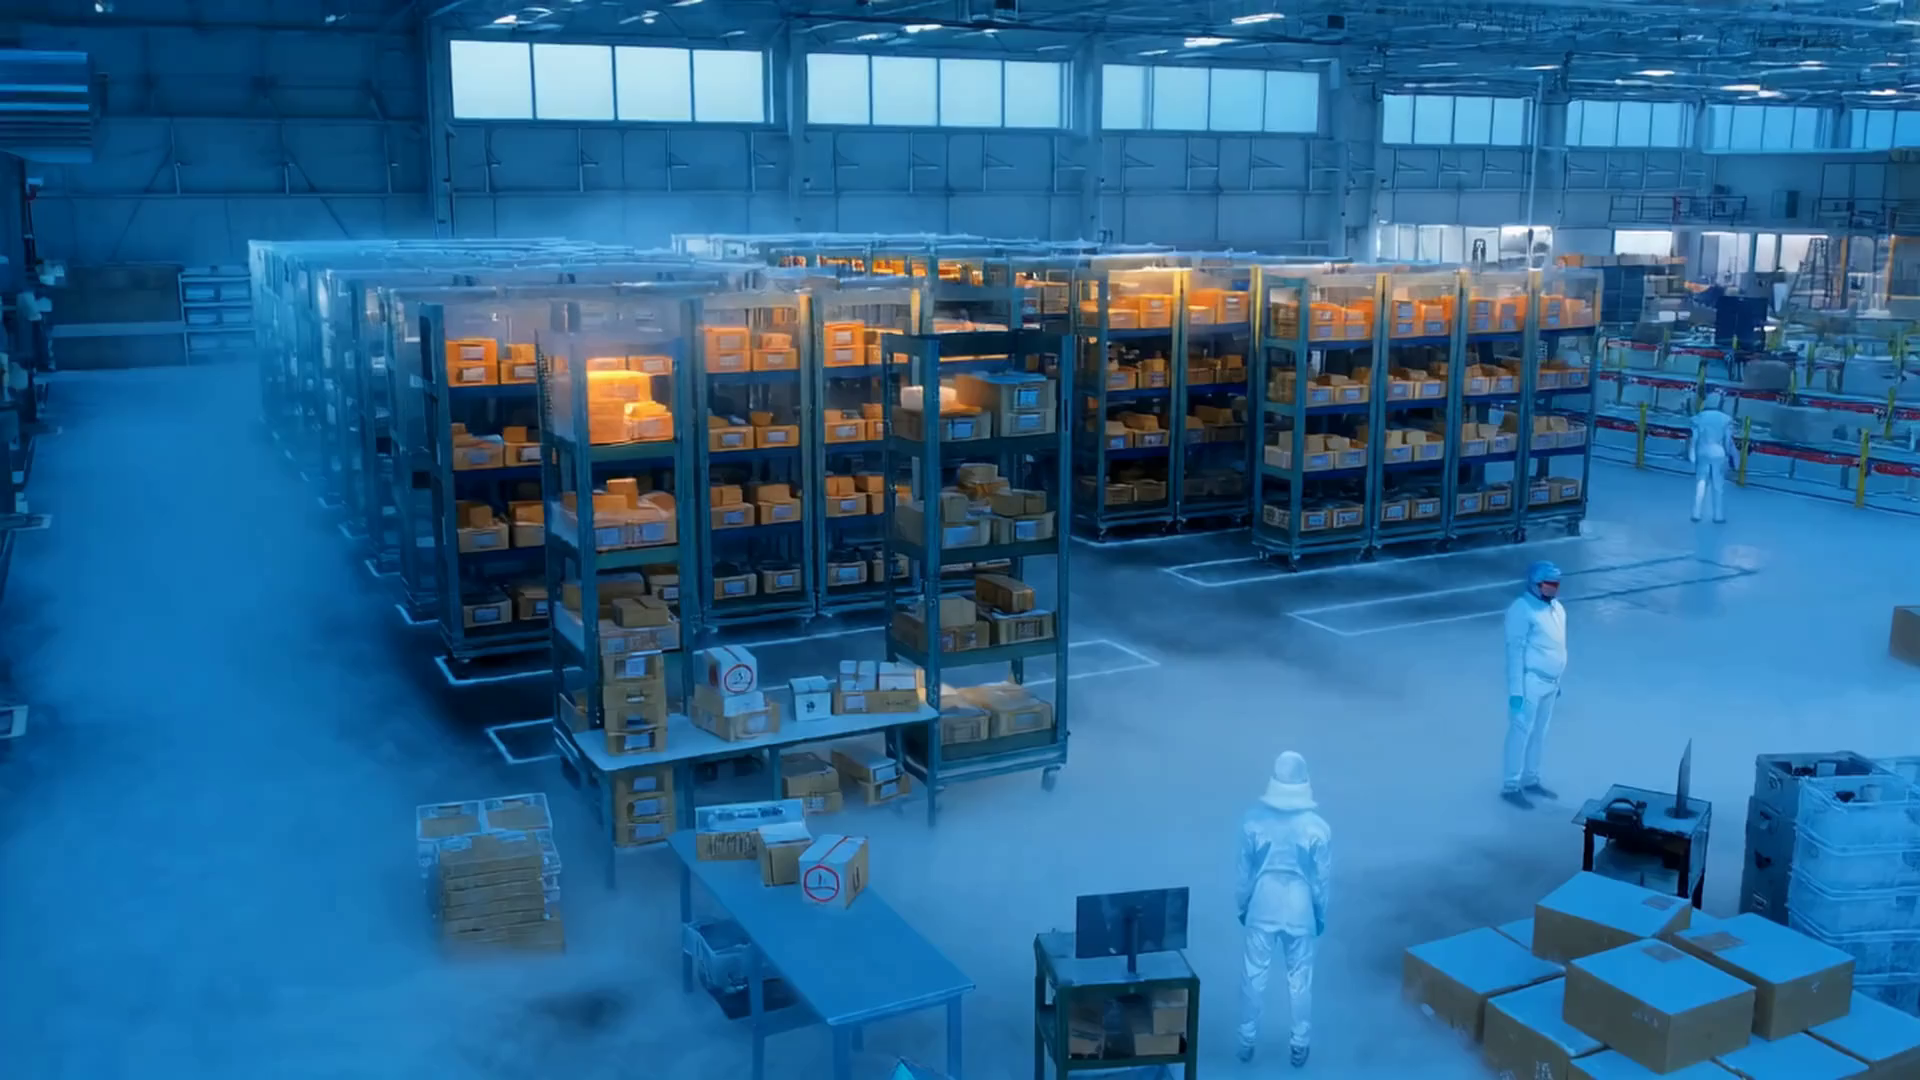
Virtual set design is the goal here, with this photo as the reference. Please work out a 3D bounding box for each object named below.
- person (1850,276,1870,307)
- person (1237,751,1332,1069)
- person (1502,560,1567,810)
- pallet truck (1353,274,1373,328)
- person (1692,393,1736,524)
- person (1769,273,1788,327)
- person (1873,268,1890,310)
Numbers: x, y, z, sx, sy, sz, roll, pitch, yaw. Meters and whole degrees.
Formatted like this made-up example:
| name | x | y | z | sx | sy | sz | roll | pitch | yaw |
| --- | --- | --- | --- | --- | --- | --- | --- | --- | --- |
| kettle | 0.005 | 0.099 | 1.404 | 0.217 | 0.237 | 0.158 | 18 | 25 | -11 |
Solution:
| name | x | y | z | sx | sy | sz | roll | pitch | yaw |
| --- | --- | --- | --- | --- | --- | --- | --- | --- | --- |
| person | 32.249 | -8.906 | 59.573 | 0.603 | 1.856 | 0.537 | -1 | 12 | -5 |
| person | 1.737 | 1.979 | 8.957 | 0.485 | 1.735 | 0.344 | 3 | 12 | 14 |
| person | 4.411 | 1.088 | 12.714 | 0.651 | 1.907 | 0.409 | -11 | 16 | -42 |
| pallet truck | 13.011 | -8.050 | 55.243 | 0.823 | 1.965 | 1.885 | -7 | 14 | -28 |
| person | 10.531 | -1.142 | 23.287 | 0.566 | 1.846 | 0.389 | 10 | 16 | 40 |
| person | 26.882 | -7.837 | 54.571 | 0.507 | 1.859 | 0.374 | -2 | 12 | -10 |
| person | 33.117 | -8.904 | 59.810 | 0.521 | 1.759 | 0.347 | 9 | 15 | 36 |
